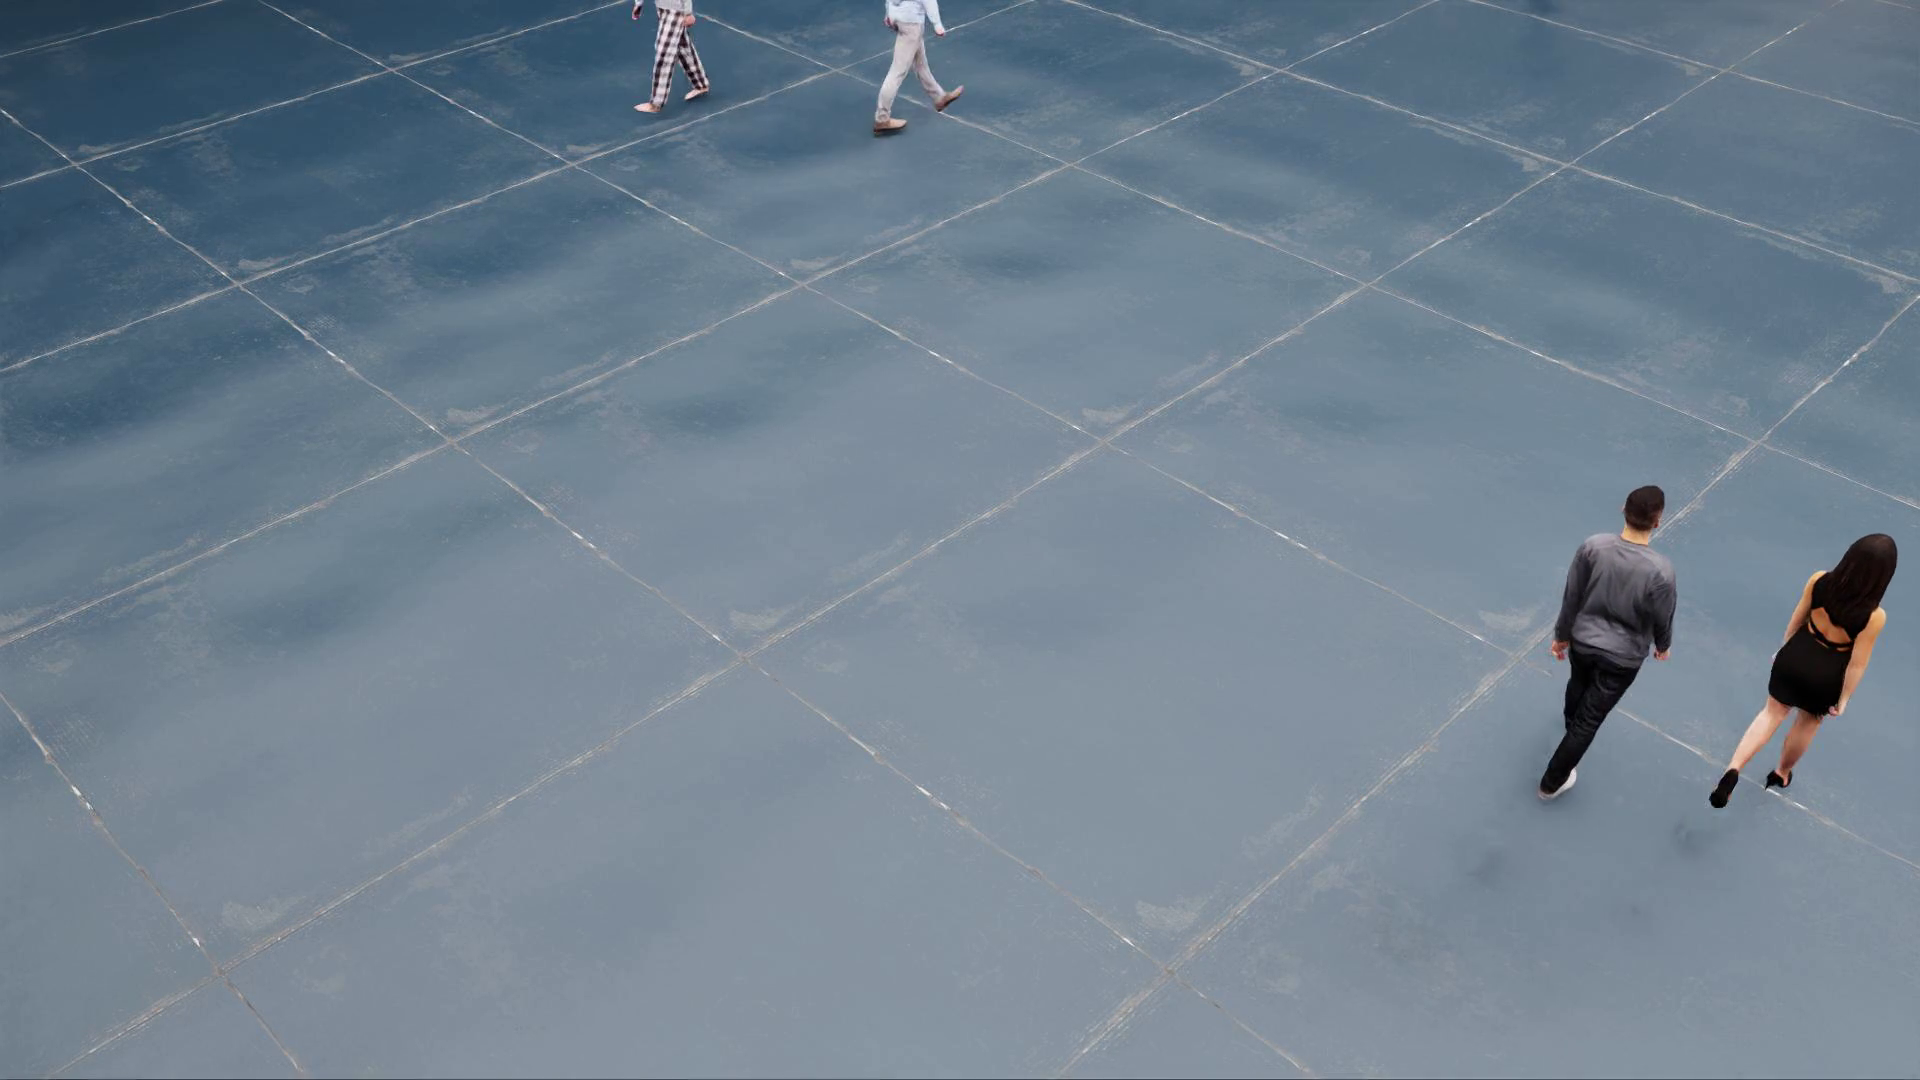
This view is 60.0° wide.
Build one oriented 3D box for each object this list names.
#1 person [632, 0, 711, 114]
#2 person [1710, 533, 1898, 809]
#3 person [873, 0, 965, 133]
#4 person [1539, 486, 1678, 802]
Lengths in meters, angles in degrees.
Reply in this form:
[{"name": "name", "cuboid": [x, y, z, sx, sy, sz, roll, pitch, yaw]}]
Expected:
[{"name": "person", "cuboid": [-2.479, -4.723, 14.681, 1.102, 1.812, 0.678, -27, 45, -31]}, {"name": "person", "cuboid": [3.915, 0.663, 7.748, 0.949, 1.630, 0.656, -23, 43, -28]}, {"name": "person", "cuboid": [-0.522, -4.363, 14.188, 1.270, 1.835, 0.873, -20, 42, -24]}, {"name": "person", "cuboid": [2.995, 0.551, 7.807, 0.939, 1.736, 0.618, -31, 47, -34]}]
